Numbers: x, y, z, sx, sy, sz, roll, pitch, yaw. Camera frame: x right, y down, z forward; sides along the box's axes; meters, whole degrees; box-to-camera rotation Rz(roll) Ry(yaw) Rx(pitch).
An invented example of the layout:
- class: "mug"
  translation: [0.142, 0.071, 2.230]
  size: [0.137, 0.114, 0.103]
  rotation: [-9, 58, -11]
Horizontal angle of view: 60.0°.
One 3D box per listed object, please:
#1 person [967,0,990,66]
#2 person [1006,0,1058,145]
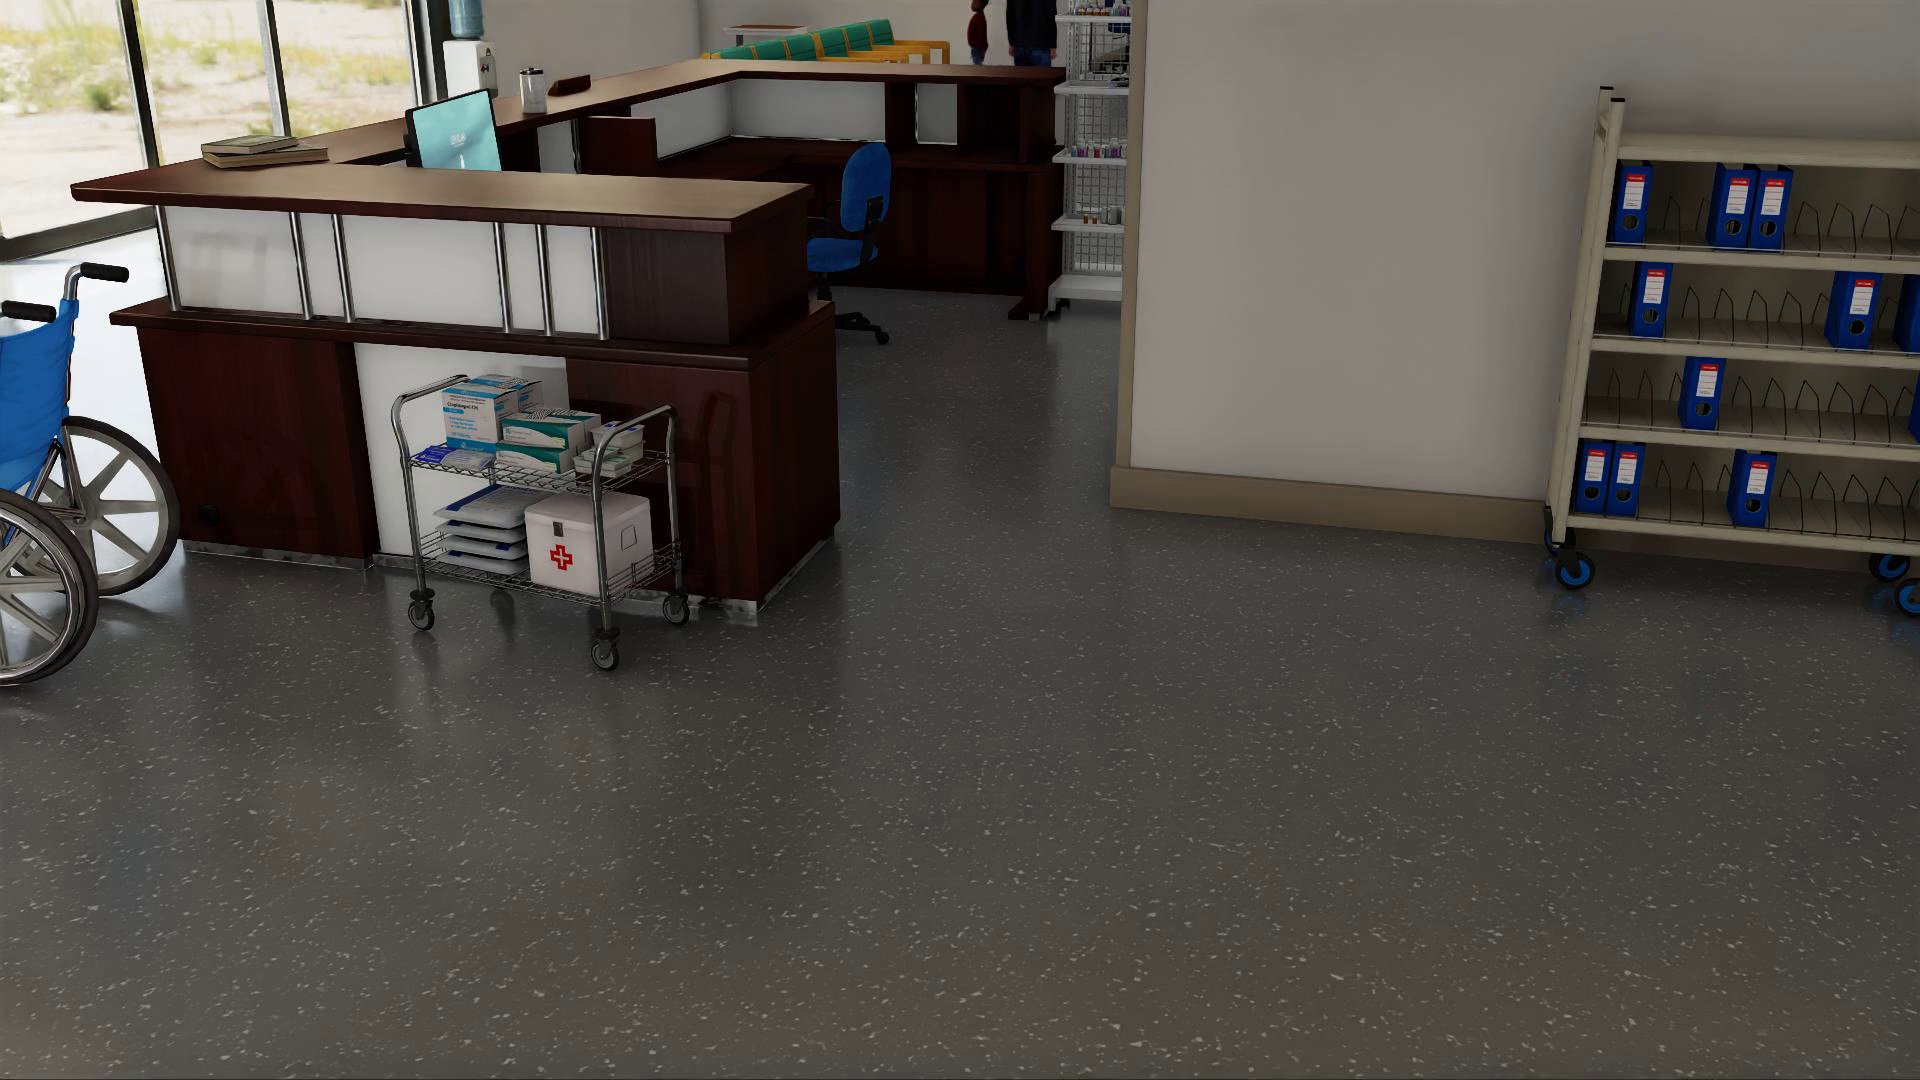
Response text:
- class: "person"
  translation: [0.283, -5.986, 20.202]
  size: [0.689, 1.247, 0.598]
  rotation: [-1, 21, -3]
- class: "person"
  translation: [0.692, -4.770, 16.077]
  size: [0.590, 1.894, 0.782]
  rotation: [11, 23, 26]
